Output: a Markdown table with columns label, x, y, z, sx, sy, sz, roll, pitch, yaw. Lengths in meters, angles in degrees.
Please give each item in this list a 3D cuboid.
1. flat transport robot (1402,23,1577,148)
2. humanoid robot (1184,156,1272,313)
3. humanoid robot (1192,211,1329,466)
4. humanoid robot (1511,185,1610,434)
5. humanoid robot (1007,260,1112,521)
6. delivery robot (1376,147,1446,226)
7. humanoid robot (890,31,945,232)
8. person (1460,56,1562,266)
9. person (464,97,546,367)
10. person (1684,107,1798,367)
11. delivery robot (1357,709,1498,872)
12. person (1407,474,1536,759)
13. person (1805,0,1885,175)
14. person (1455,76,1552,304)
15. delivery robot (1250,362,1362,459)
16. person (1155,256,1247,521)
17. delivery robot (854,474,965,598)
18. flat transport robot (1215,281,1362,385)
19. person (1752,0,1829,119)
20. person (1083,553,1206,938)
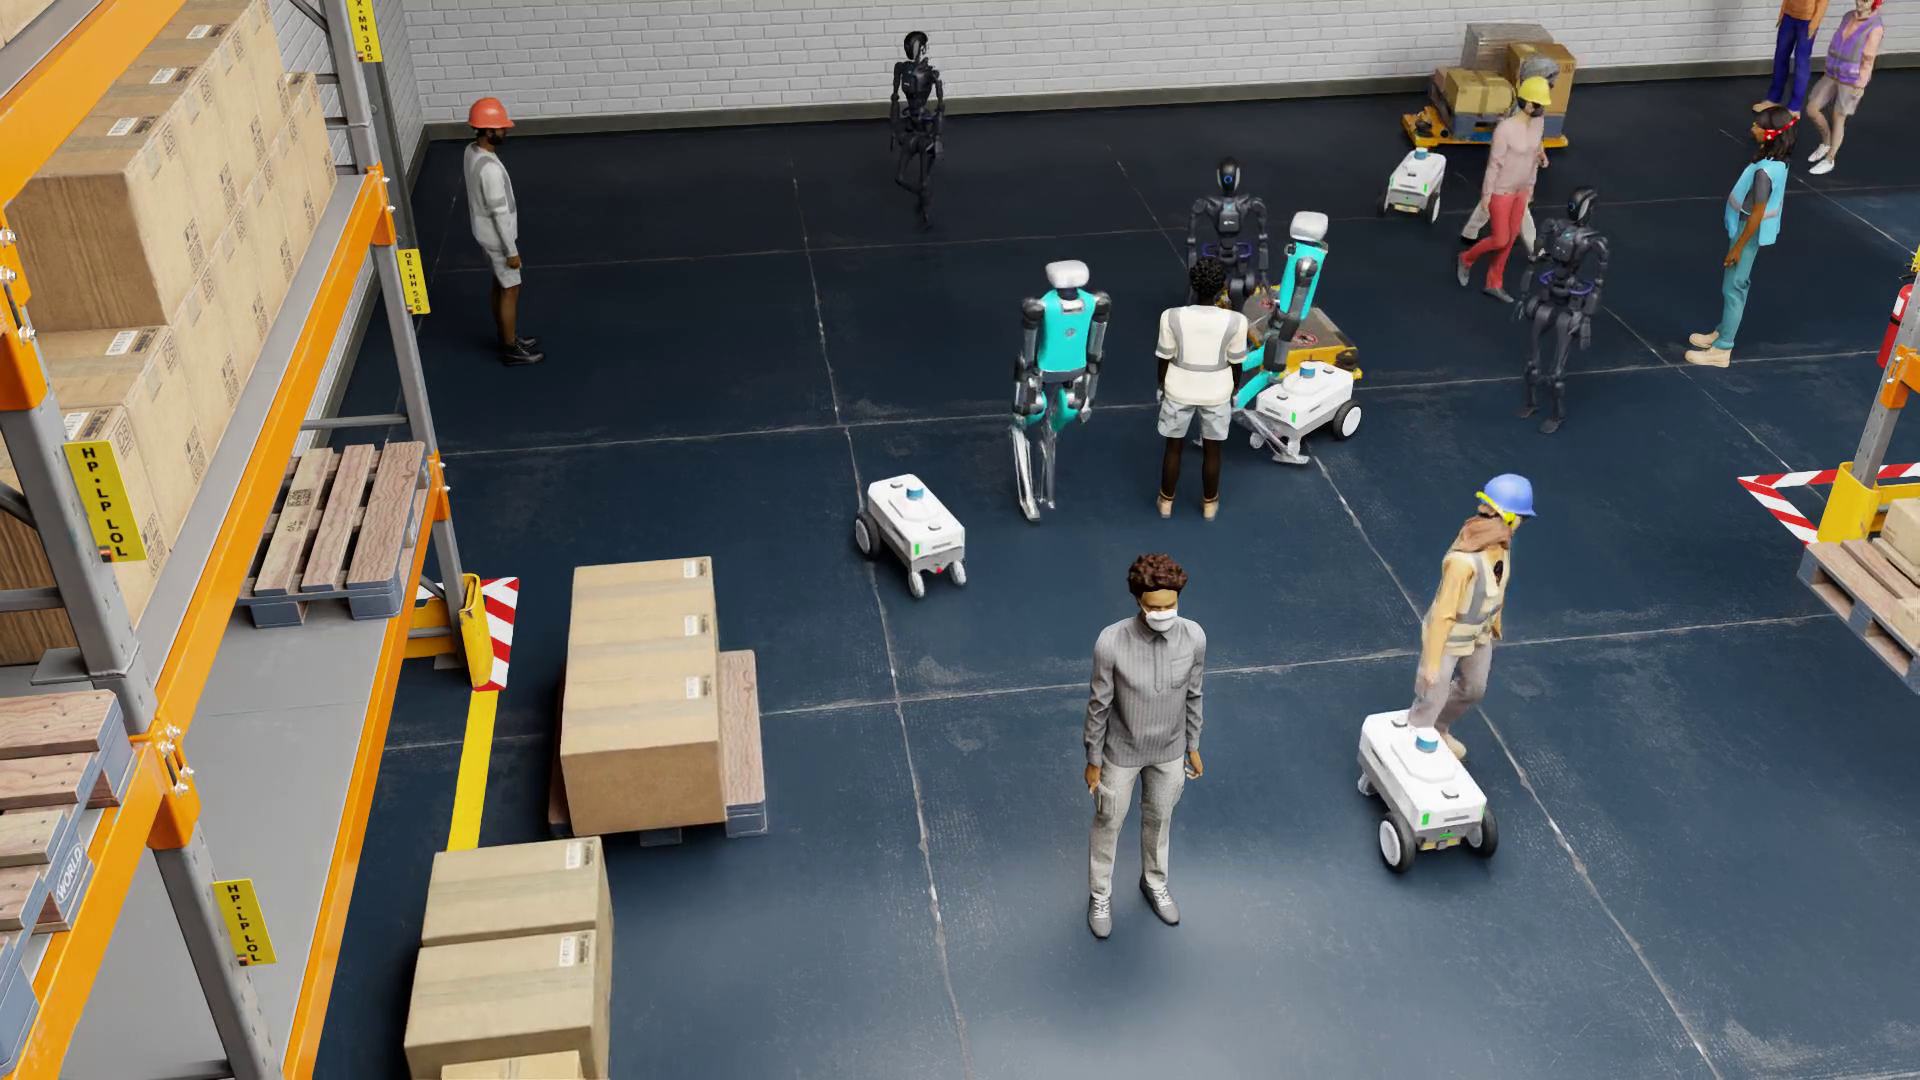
| label | x | y | z | sx | sy | sz | roll | pitch | yaw |
| --- | --- | --- | --- | --- | --- | --- | --- | --- | --- |
| flat transport robot | 5.023 | -3.960 | 15.921 | 1.431 | 0.231 | 0.659 | 1 | 33 | 2 |
| humanoid robot | 1.837 | -1.803 | 11.352 | 0.604 | 1.642 | 0.613 | 2 | 33 | 3 |
| humanoid robot | 1.795 | -1.238 | 10.430 | 0.968 | 1.758 | 0.547 | 8 | 34 | 12 |
| humanoid robot | 3.904 | -1.523 | 10.887 | 0.370 | 1.650 | 0.589 | -26 | 41 | -34 |
| humanoid robot | 0.506 | -0.885 | 9.893 | 0.546 | 1.828 | 0.769 | -10 | 34 | -15 |
| delivery robot | 3.914 | -3.063 | 14.282 | 0.499 | 0.592 | 0.771 | 15 | 36 | 22 |
| humanoid robot | -0.319 | -3.375 | 13.741 | 0.584 | 1.648 | 0.389 | 23 | 40 | 31 |
| person | 4.493 | -3.008 | 13.197 | 0.877 | 1.631 | 0.467 | 17 | 37 | 24 |
| person | -3.194 | -2.133 | 11.611 | 0.388 | 1.926 | 0.546 | -16 | 36 | -23 |
| person | 5.489 | -2.107 | 11.619 | 0.391 | 1.868 | 0.522 | 17 | 37 | 24 |
| delivery robot | 2.173 | 1.169 | 7.814 | 0.505 | 0.611 | 0.782 | -7 | 34 | -11 |
| person | 2.290 | 0.473 | 7.772 | 0.641 | 1.757 | 0.392 | -25 | 41 | -33 |
| person | 7.881 | -4.092 | 14.828 | 0.402 | 1.676 | 0.511 | -11 | 35 | -16 |
| person | 4.124 | -2.642 | 12.530 | 0.529 | 1.751 | 0.434 | -21 | 38 | -29 |
| delivery robot | 2.263 | -0.894 | 10.949 | 0.774 | 0.581 | 0.499 | -29 | 43 | -36 |
| person | 1.415 | -0.878 | 9.898 | 0.535 | 1.692 | 0.319 | 4 | 33 | 6 |
| delivery robot | -0.268 | -0.071 | 9.710 | 0.499 | 0.606 | 0.805 | -15 | 36 | -22 |
| flat transport robot | 2.358 | -1.536 | 12.206 | 0.659 | 0.231 | 1.431 | -7 | 34 | -11 |
| person | 8.122 | -5.070 | 16.068 | 0.403 | 1.974 | 0.517 | -11 | 35 | -16 |
| person | 0.768 | 0.864 | 7.039 | 0.532 | 1.899 | 0.395 | -8 | 34 | -11 |
